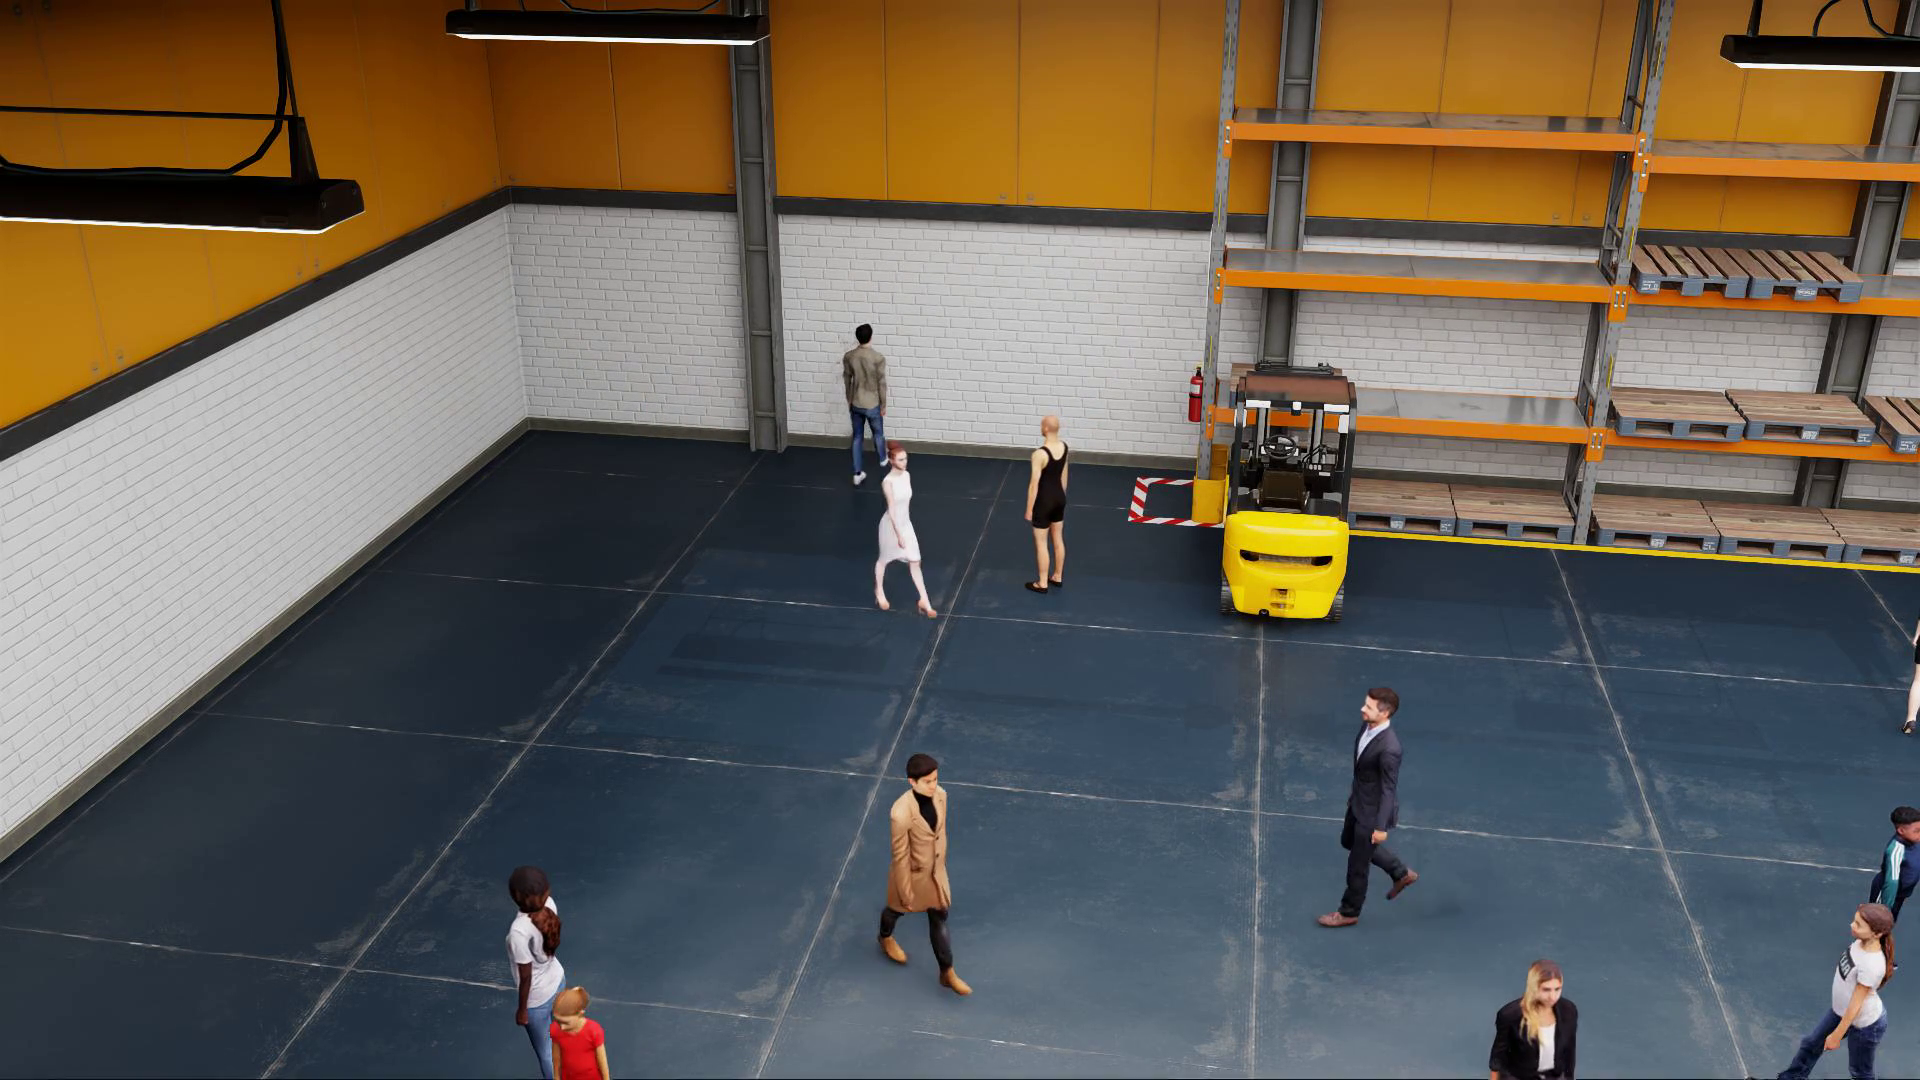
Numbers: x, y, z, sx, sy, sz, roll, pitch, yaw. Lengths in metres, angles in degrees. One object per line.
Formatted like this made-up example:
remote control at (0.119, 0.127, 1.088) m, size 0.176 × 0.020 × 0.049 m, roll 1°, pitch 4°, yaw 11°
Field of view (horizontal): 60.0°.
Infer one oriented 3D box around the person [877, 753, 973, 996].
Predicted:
person at (-0.334, 2.107, 10.851) m, size 1.080 × 1.691 × 1.207 m, roll -20°, pitch 31°, yaw -39°

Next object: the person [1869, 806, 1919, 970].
person at (6.133, 2.302, 10.948) m, size 0.572 × 1.256 × 0.608 m, roll -21°, pitch 31°, yaw -40°

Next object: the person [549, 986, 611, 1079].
person at (-2.092, 2.985, 9.349) m, size 0.621 × 1.286 × 0.622 m, roll 0°, pitch 24°, yaw 0°

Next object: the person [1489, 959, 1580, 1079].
person at (3.045, 2.925, 9.016) m, size 0.612 × 1.662 × 0.734 m, roll -4°, pitch 24°, yaw -9°

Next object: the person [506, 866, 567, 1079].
person at (-2.425, 2.618, 9.647) m, size 0.517 × 1.719 × 0.578 m, roll 5°, pitch 24°, yaw 11°

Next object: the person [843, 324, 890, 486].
person at (-1.118, -1.510, 18.953) m, size 1.029 × 1.829 × 0.831 m, roll 7°, pitch 25°, yaw 16°

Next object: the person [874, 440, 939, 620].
person at (-0.688, -0.093, 15.797) m, size 1.077 × 1.760 × 0.885 m, roll 19°, pitch 30°, yaw 36°

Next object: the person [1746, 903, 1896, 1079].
person at (5.222, 2.760, 9.553) m, size 0.986 × 1.534 × 0.637 m, roll 8°, pitch 25°, yaw 17°

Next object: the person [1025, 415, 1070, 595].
person at (0.886, -0.358, 16.336) m, size 0.712 × 1.815 × 0.707 m, roll 21°, pitch 31°, yaw 39°

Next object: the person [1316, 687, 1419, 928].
person at (2.864, 1.817, 11.313) m, size 1.012 × 1.851 × 0.778 m, roll -1°, pitch 24°, yaw -3°

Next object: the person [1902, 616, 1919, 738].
person at (8.105, 0.852, 13.715) m, size 0.526 × 1.697 × 0.694 m, roll 8°, pitch 25°, yaw 18°
